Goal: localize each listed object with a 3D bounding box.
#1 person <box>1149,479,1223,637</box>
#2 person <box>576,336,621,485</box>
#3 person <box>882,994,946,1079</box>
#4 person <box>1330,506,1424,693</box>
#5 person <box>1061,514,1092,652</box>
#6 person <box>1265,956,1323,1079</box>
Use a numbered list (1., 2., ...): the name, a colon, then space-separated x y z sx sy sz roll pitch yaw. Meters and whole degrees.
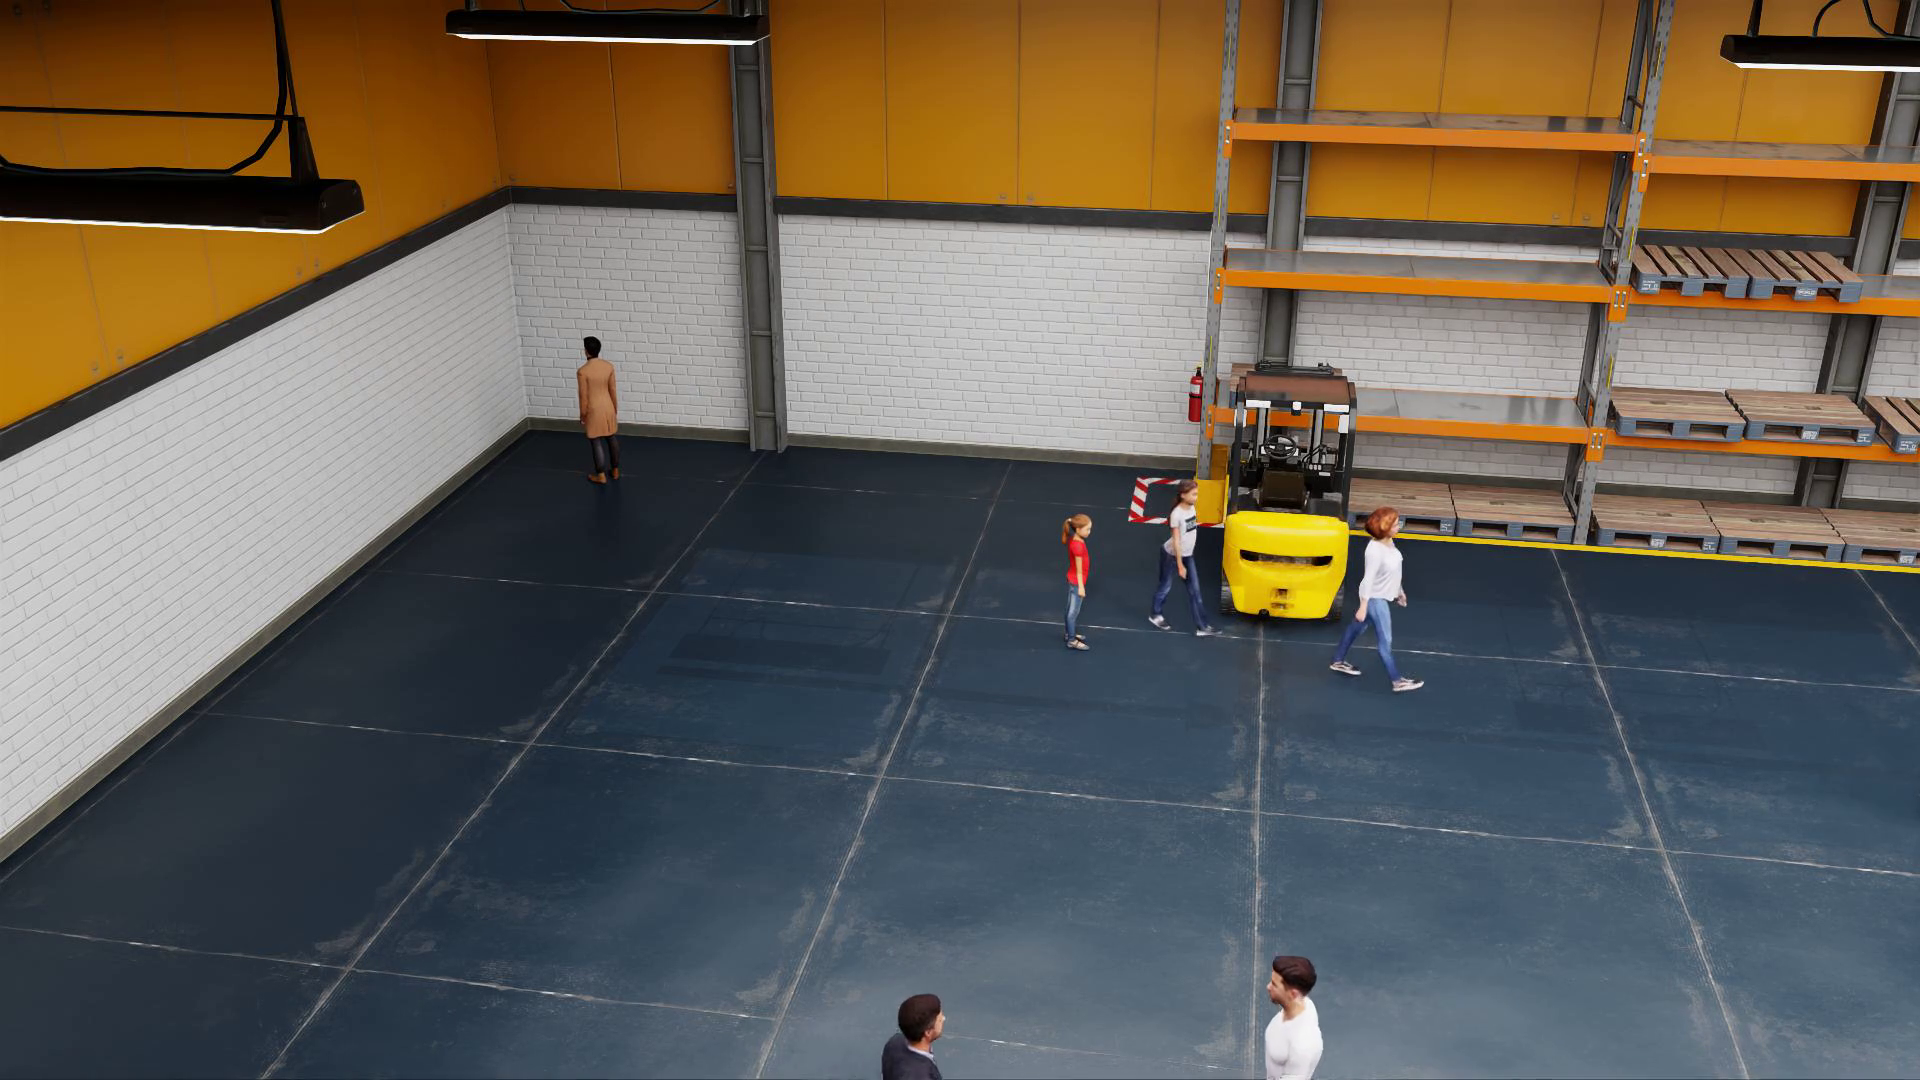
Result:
1. person: 1.977 0.145 15.549 0.951 1.523 1.074 -19 30 -37
2. person: -4.134 -1.498 19.054 0.765 1.726 0.809 -20 30 -37
3. person: -0.351 3.122 8.352 1.193 1.833 1.026 -9 25 -21
4. person: 3.544 0.482 14.589 1.163 1.674 0.848 11 26 23
5. person: 1.064 0.369 15.305 0.544 1.308 0.527 -1 24 -1
6. person: 1.818 2.987 8.696 1.257 1.805 0.855 -1 24 -2
